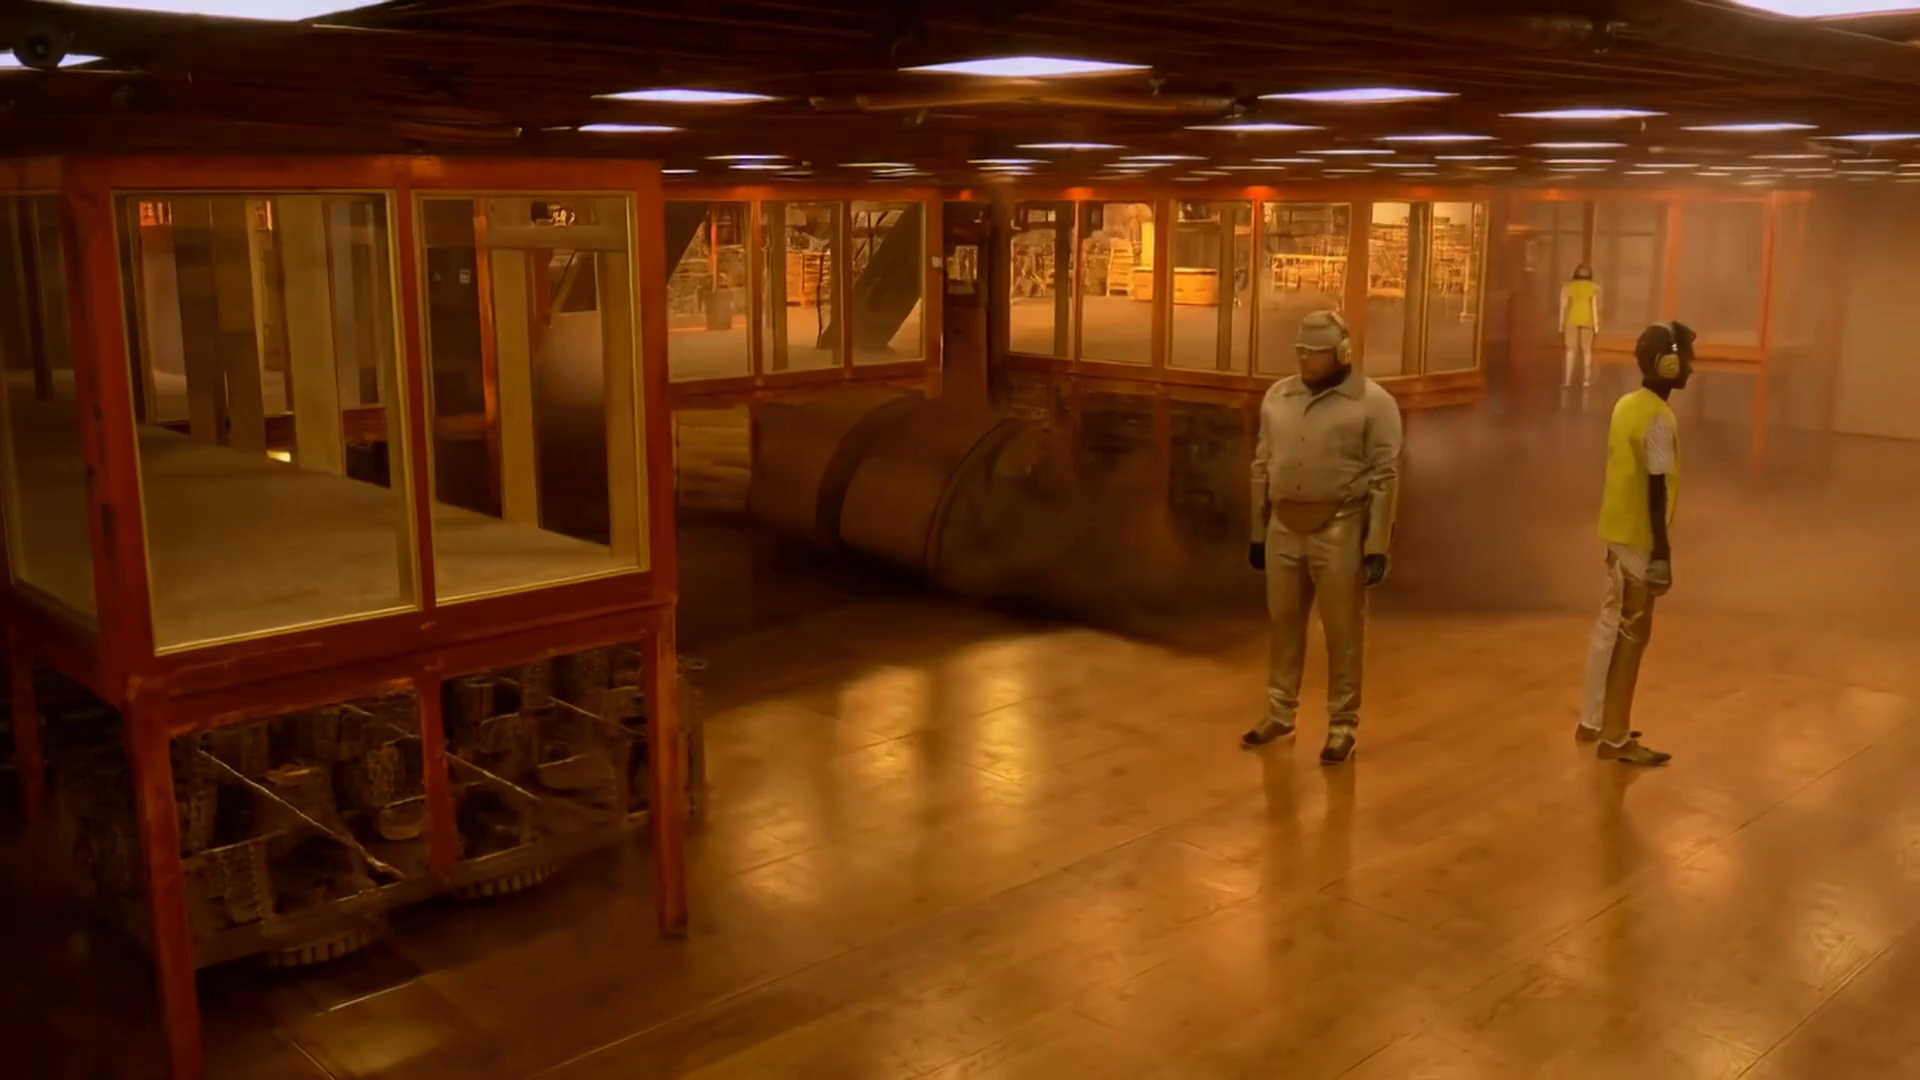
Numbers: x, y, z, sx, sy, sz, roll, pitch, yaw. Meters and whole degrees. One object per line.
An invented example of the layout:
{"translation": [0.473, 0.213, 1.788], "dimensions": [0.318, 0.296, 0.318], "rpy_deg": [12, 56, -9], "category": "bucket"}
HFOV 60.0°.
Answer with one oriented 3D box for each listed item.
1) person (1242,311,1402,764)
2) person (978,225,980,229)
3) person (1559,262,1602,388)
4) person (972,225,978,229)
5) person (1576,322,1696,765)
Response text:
{"translation": [1.500, -0.012, 7.034], "dimensions": [0.652, 1.904, 0.402], "rpy_deg": [9, 14, 38], "category": "person"}
{"translation": [0.531, -6.849, 41.202], "dimensions": [0.602, 1.952, 0.434], "rpy_deg": [0, 11, 2], "category": "person"}
{"translation": [8.084, -2.804, 21.698], "dimensions": [0.505, 1.632, 0.269], "rpy_deg": [4, 12, 19], "category": "person"}
{"translation": [0.483, -8.458, 49.277], "dimensions": [0.359, 1.938, 0.547], "rpy_deg": [10, 15, 42], "category": "person"}
{"translation": [2.868, 0.017, 7.025], "dimensions": [0.327, 1.861, 0.507], "rpy_deg": [0, 11, 1], "category": "person"}
